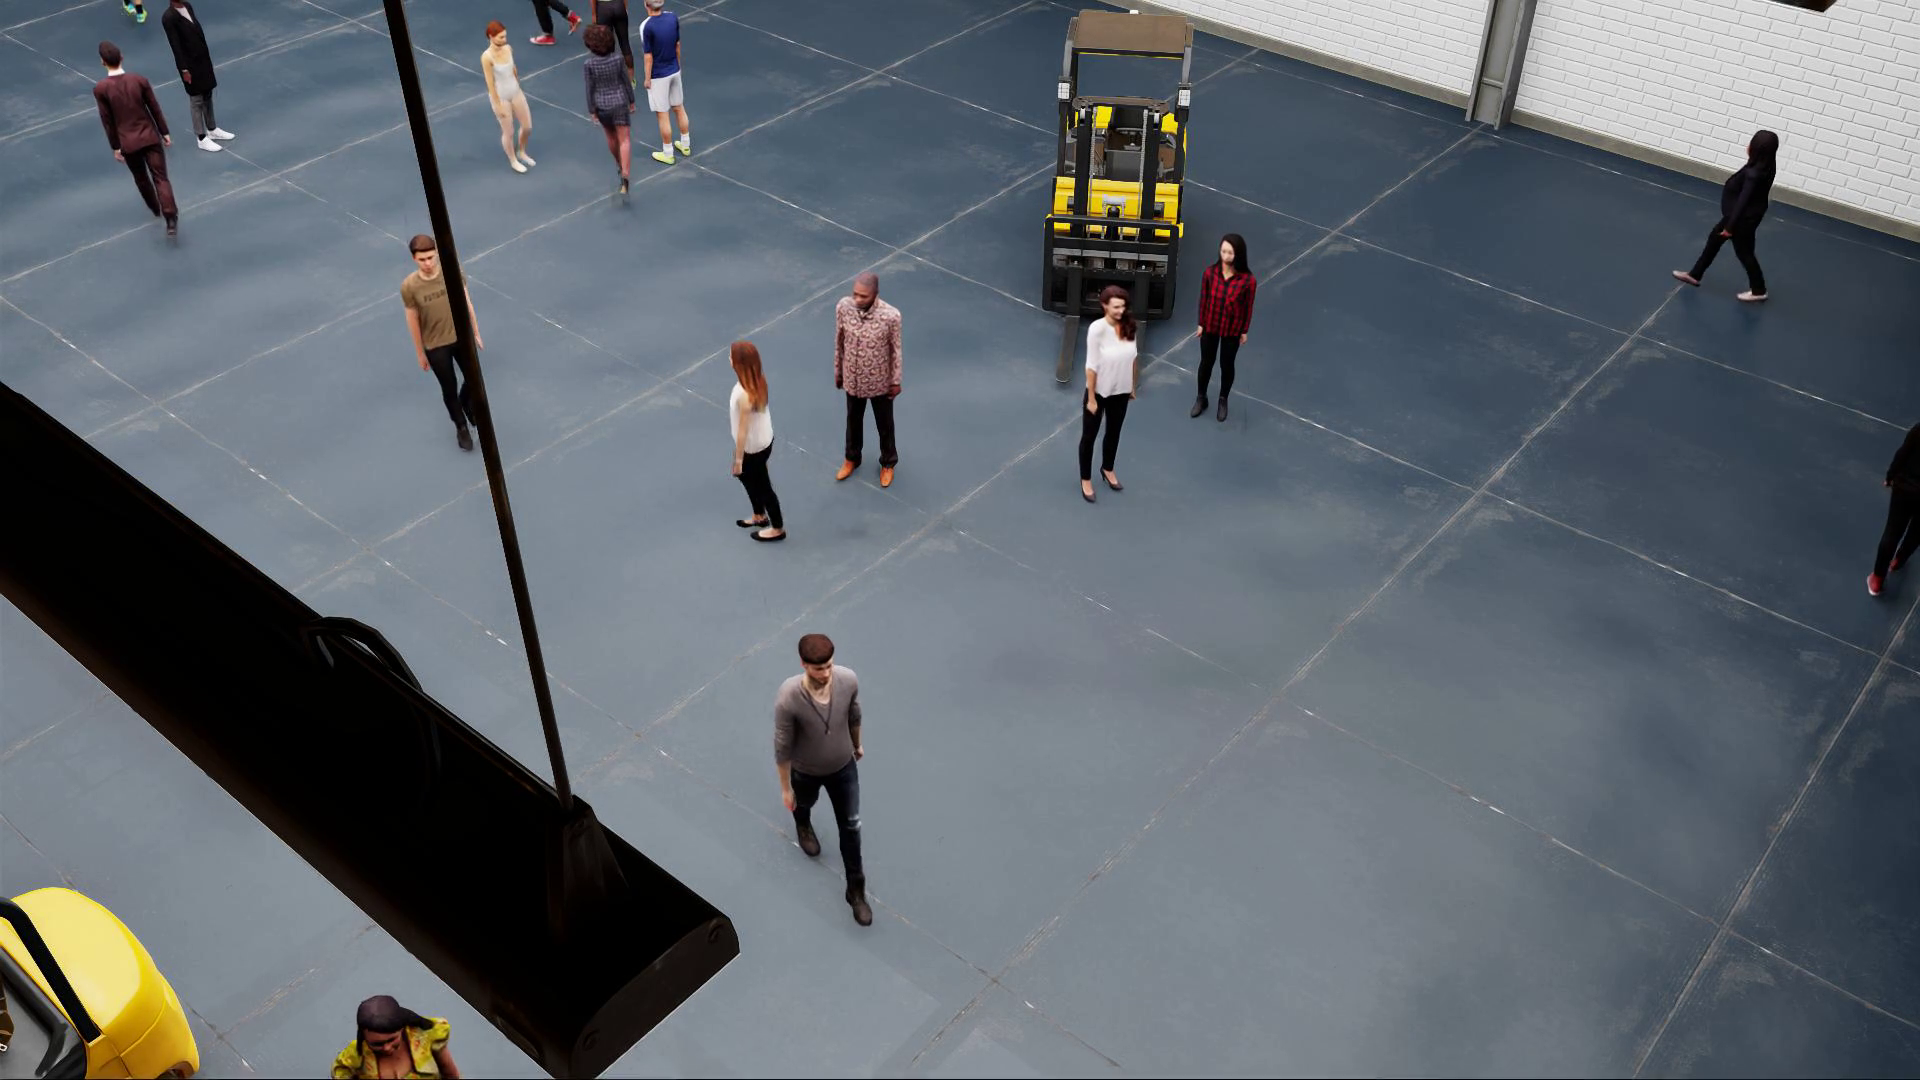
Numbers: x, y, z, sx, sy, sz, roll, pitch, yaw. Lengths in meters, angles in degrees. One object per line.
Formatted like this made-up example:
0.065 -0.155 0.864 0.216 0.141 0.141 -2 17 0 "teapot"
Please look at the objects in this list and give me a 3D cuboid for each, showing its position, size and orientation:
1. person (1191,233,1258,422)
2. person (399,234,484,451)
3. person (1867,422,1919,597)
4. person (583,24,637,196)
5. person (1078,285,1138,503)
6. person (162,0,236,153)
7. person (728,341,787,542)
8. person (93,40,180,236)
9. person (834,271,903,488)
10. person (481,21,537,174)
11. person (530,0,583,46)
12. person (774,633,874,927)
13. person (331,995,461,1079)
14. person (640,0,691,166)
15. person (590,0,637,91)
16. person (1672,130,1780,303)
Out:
2.095 -1.708 13.255 0.559 1.657 0.704 13 40 16 "person"
-4.008 -1.579 12.947 0.815 1.840 0.872 -19 42 -22 "person"
6.627 -0.304 11.493 0.819 1.663 0.742 22 44 25 "person"
-3.406 -4.190 16.358 0.994 1.664 1.102 -6 39 -7 "person"
1.088 -1.103 12.387 0.663 1.795 0.623 -21 43 -24 "person"
-7.945 -4.934 17.212 0.740 1.761 0.734 5 39 7 "person"
-1.384 -0.680 11.926 0.787 1.709 0.740 2 39 2 "person"
-7.702 -3.734 15.648 0.999 1.837 1.315 -19 42 -22 "person"
-0.689 -1.249 12.558 0.681 1.810 0.827 11 40 13 "person"
-4.627 -4.465 16.738 0.553 1.620 0.585 22 44 25 "person"
-4.787 -6.594 19.306 0.992 1.741 0.901 2 39 3 "person"
-0.828 1.217 9.436 1.065 1.854 1.308 -16 41 -19 "person"
-2.590 2.620 7.850 1.078 1.639 1.335 -20 43 -23 "person"
-3.012 -4.747 16.916 0.527 1.838 0.623 28 46 30 "person"
-3.837 -5.796 18.296 0.634 1.755 0.633 -17 42 -20 "person"
7.006 -2.820 14.710 1.133 1.579 0.769 21 43 24 "person"
